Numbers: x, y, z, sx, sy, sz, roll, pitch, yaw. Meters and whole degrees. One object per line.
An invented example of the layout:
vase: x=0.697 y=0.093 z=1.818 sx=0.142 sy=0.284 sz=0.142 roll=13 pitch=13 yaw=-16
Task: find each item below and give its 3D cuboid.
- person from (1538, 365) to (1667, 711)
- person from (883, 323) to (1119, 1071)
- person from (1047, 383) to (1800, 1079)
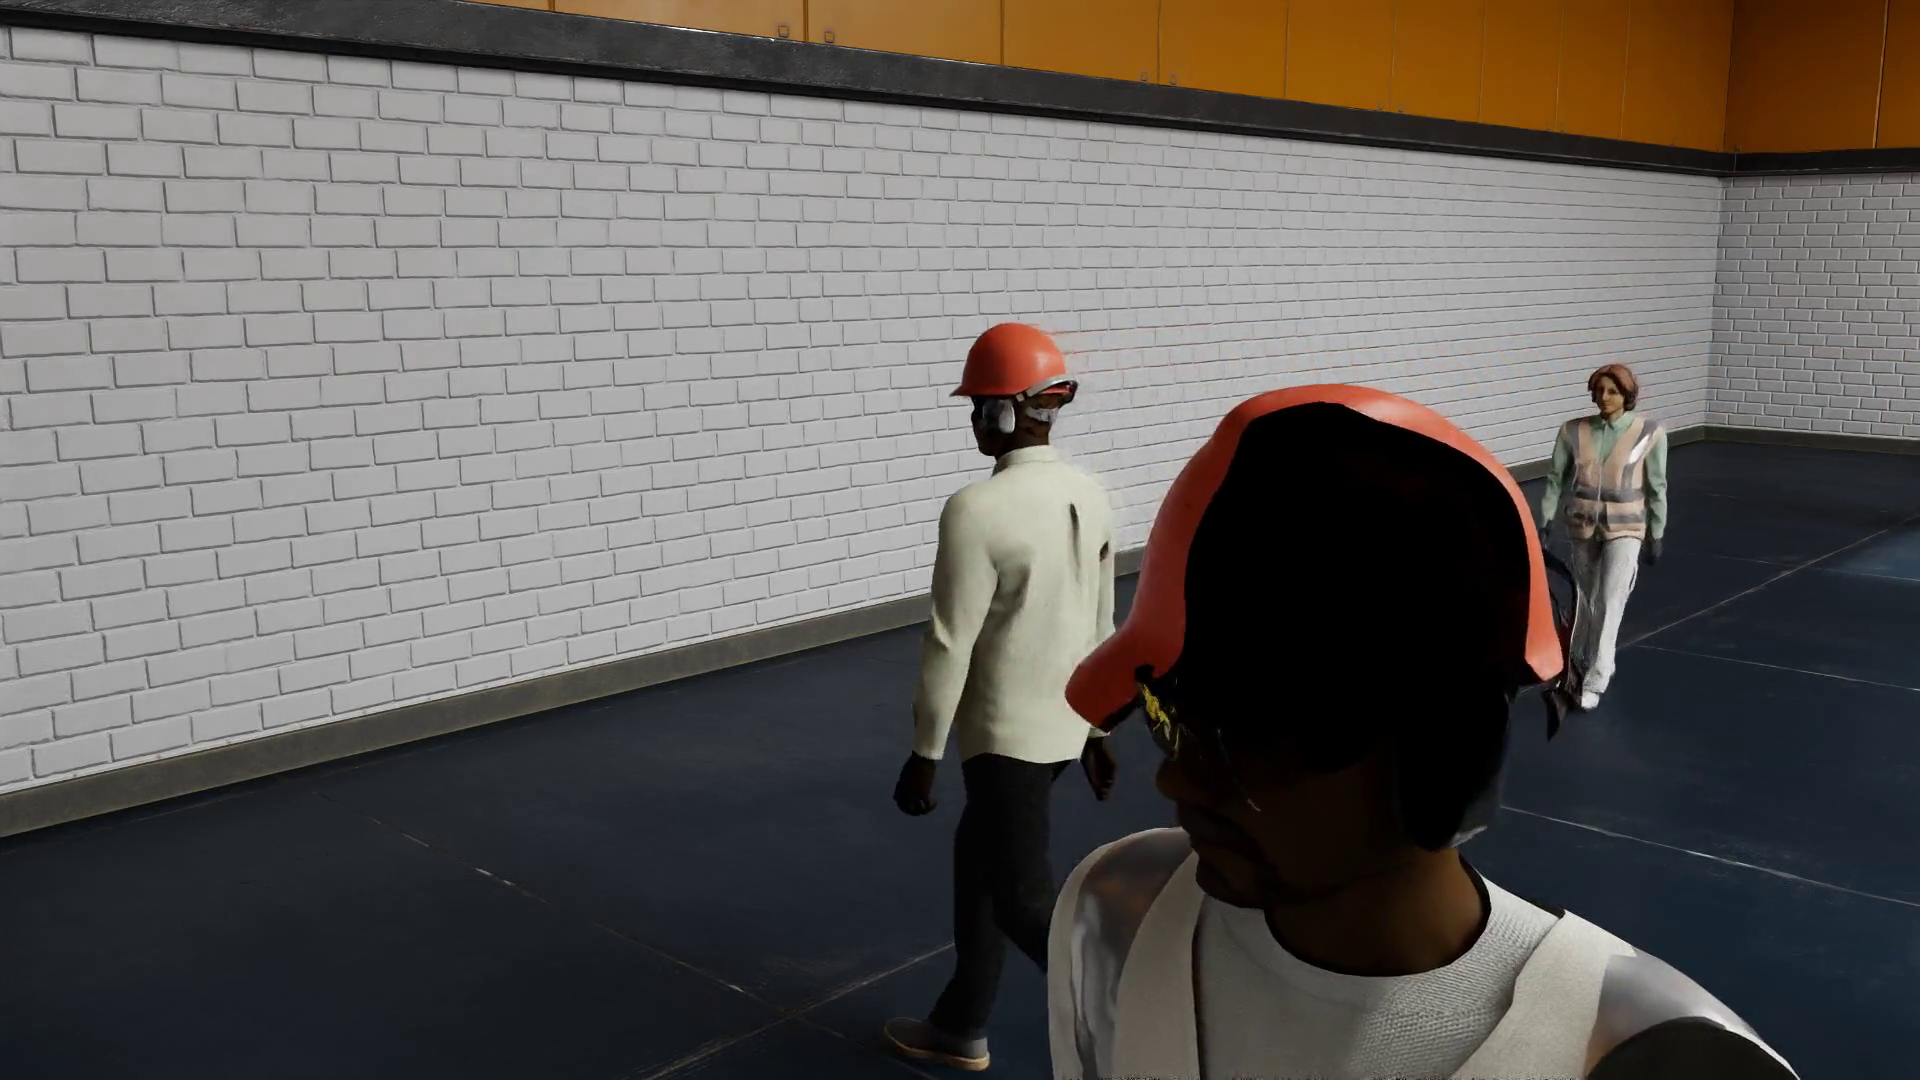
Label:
person: x=3.015 y=-0.029 z=7.832 sx=0.539 sy=1.590 sz=0.874 roll=8 pitch=13 yaw=39
person: x=0.207 y=0.460 z=4.008 sx=0.945 sy=1.959 sz=0.607 roll=6 pitch=12 yaw=31
person: x=0.263 y=0.903 z=1.235 sx=0.612 sy=2.039 sz=0.392 roll=10 pitch=14 yaw=44
